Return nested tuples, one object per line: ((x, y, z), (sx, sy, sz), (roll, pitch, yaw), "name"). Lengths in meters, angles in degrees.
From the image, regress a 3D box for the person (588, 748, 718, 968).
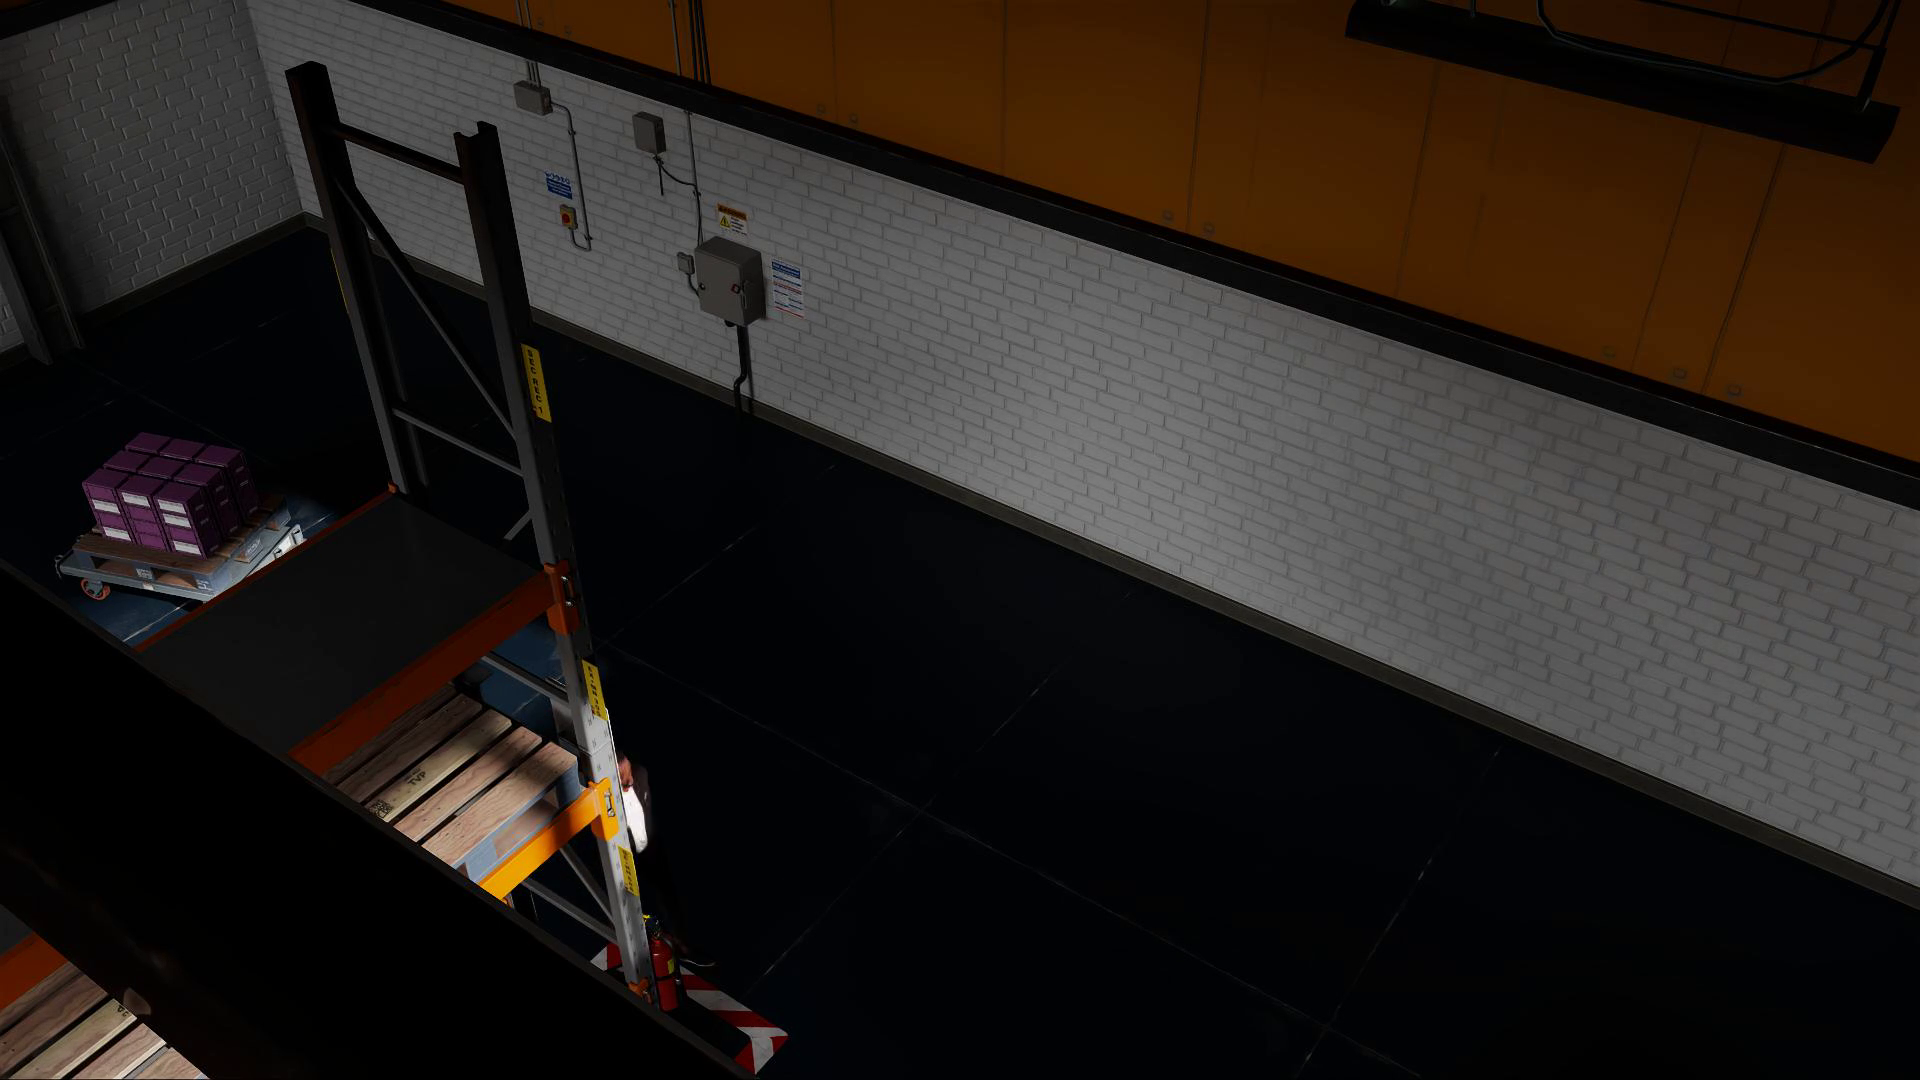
((-2.022, 1.848, 9.813), (0.789, 1.780, 0.895), (20, 43, 24), "person")
